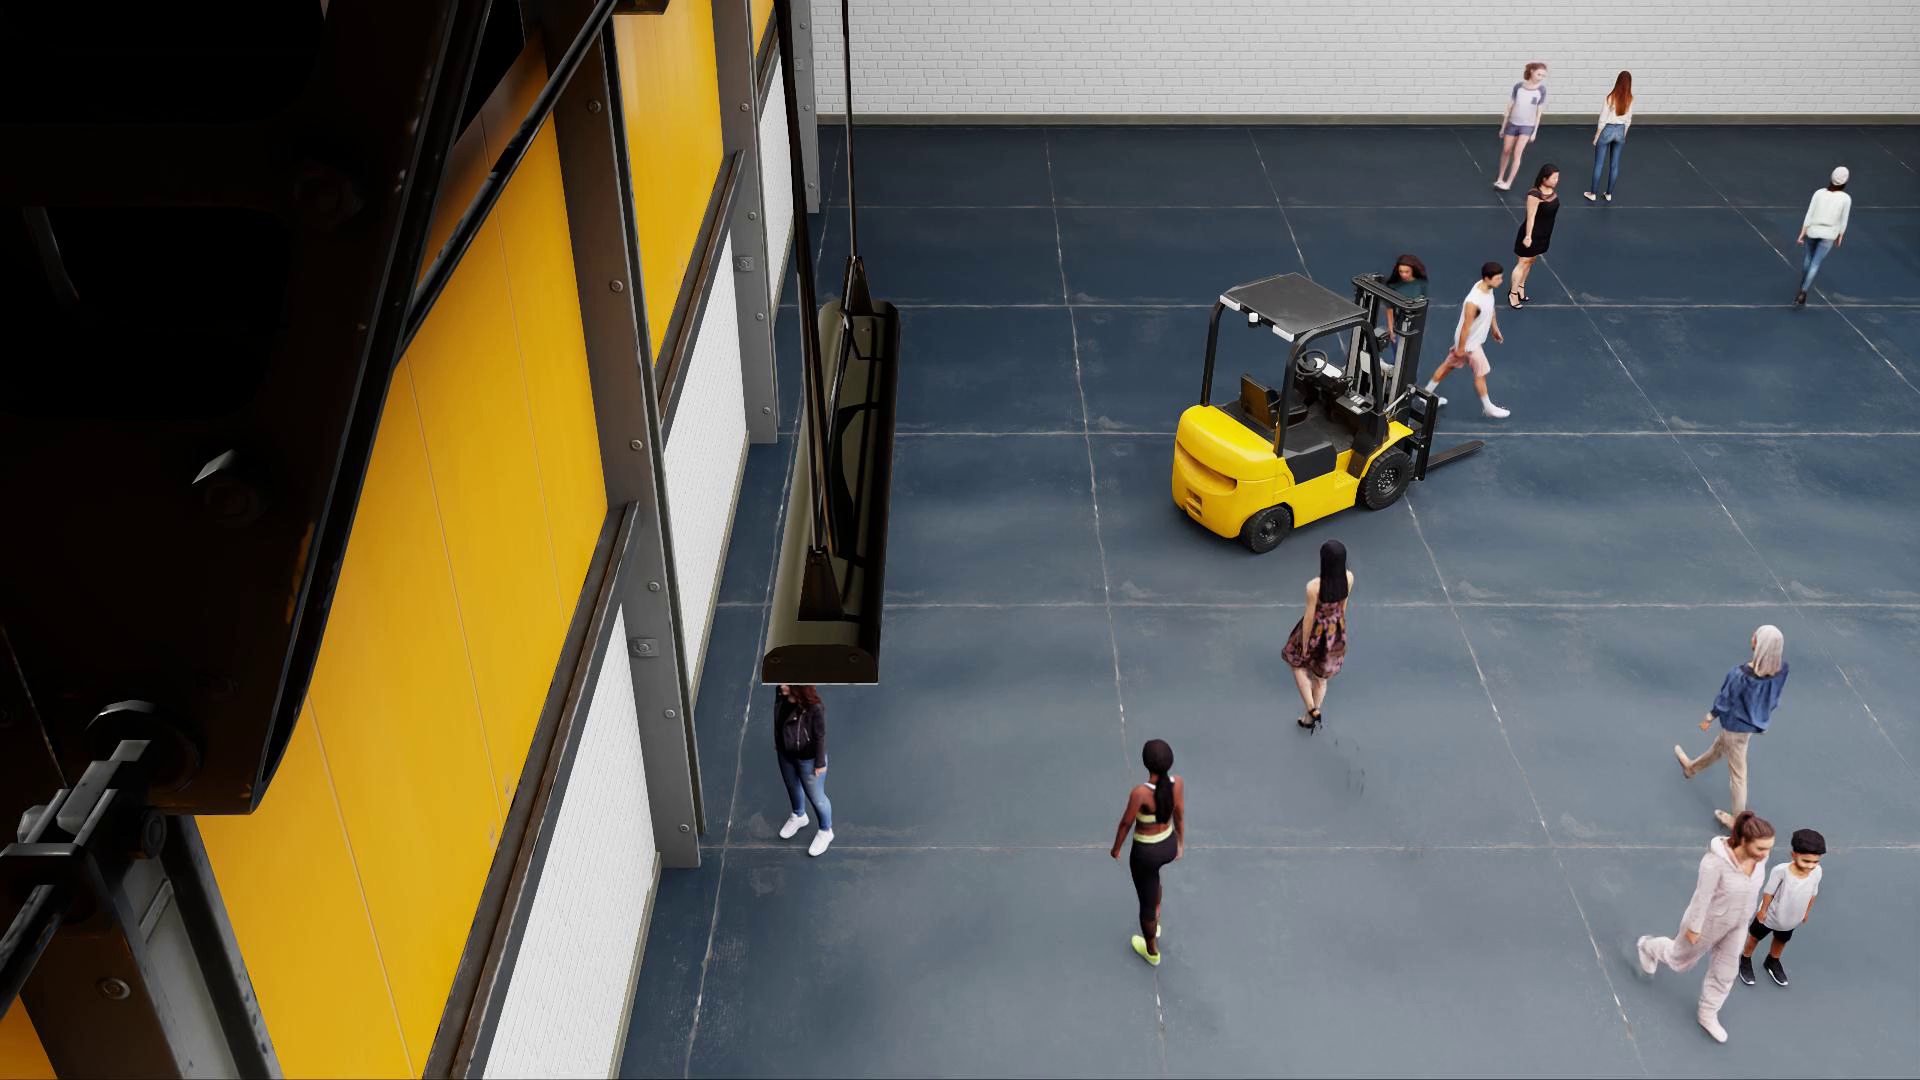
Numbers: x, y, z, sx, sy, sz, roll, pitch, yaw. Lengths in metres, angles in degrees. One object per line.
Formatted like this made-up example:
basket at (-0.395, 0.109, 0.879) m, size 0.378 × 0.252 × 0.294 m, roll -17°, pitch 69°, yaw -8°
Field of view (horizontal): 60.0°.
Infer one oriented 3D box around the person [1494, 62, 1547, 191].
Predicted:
person at (7.467, -5.491, 22.093) m, size 0.800 × 1.732 × 0.857 m, roll 25°, pitch 41°, yaw 33°

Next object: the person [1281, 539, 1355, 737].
person at (2.782, 0.793, 12.612) m, size 0.754 × 1.763 × 0.821 m, roll -12°, pitch 35°, yaw -17°

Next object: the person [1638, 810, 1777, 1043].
person at (4.679, 2.316, 10.405) m, size 0.780 × 1.669 × 1.052 m, roll -9°, pitch 35°, yaw -13°

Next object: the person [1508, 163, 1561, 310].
person at (6.595, -3.513, 19.132) m, size 0.822 × 1.716 × 0.742 m, roll 23°, pitch 40°, yaw 30°

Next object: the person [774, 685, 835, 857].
person at (-1.112, 1.494, 11.678) m, size 0.715 × 1.628 × 0.758 m, roll 25°, pitch 41°, yaw 32°

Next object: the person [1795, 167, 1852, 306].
person at (9.921, -3.477, 19.179) m, size 1.022 × 1.604 × 1.179 m, roll 22°, pitch 40°, yaw 30°

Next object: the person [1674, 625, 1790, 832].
person at (5.613, 1.383, 11.821) m, size 0.893 × 1.655 × 1.158 m, roll -13°, pitch 36°, yaw -19°

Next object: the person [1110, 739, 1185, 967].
person at (1.286, 2.073, 10.708) m, size 0.716 × 1.738 × 0.771 m, roll -18°, pitch 38°, yaw -25°

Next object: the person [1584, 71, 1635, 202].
person at (8.552, -5.303, 21.813) m, size 0.568 × 1.728 × 0.492 m, roll 0°, pitch 34°, yaw 0°

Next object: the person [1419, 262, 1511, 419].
person at (5.101, -2.050, 16.929) m, size 0.999 × 1.719 × 1.185 m, roll 11°, pitch 35°, yaw 17°

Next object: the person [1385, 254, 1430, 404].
person at (4.614, -2.266, 17.380) m, size 0.683 × 1.579 × 0.834 m, roll 0°, pitch 34°, yaw 0°

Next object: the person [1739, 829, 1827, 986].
person at (5.316, 2.350, 10.727) m, size 0.483 × 1.256 × 0.479 m, roll 2°, pitch 34°, yaw 2°
